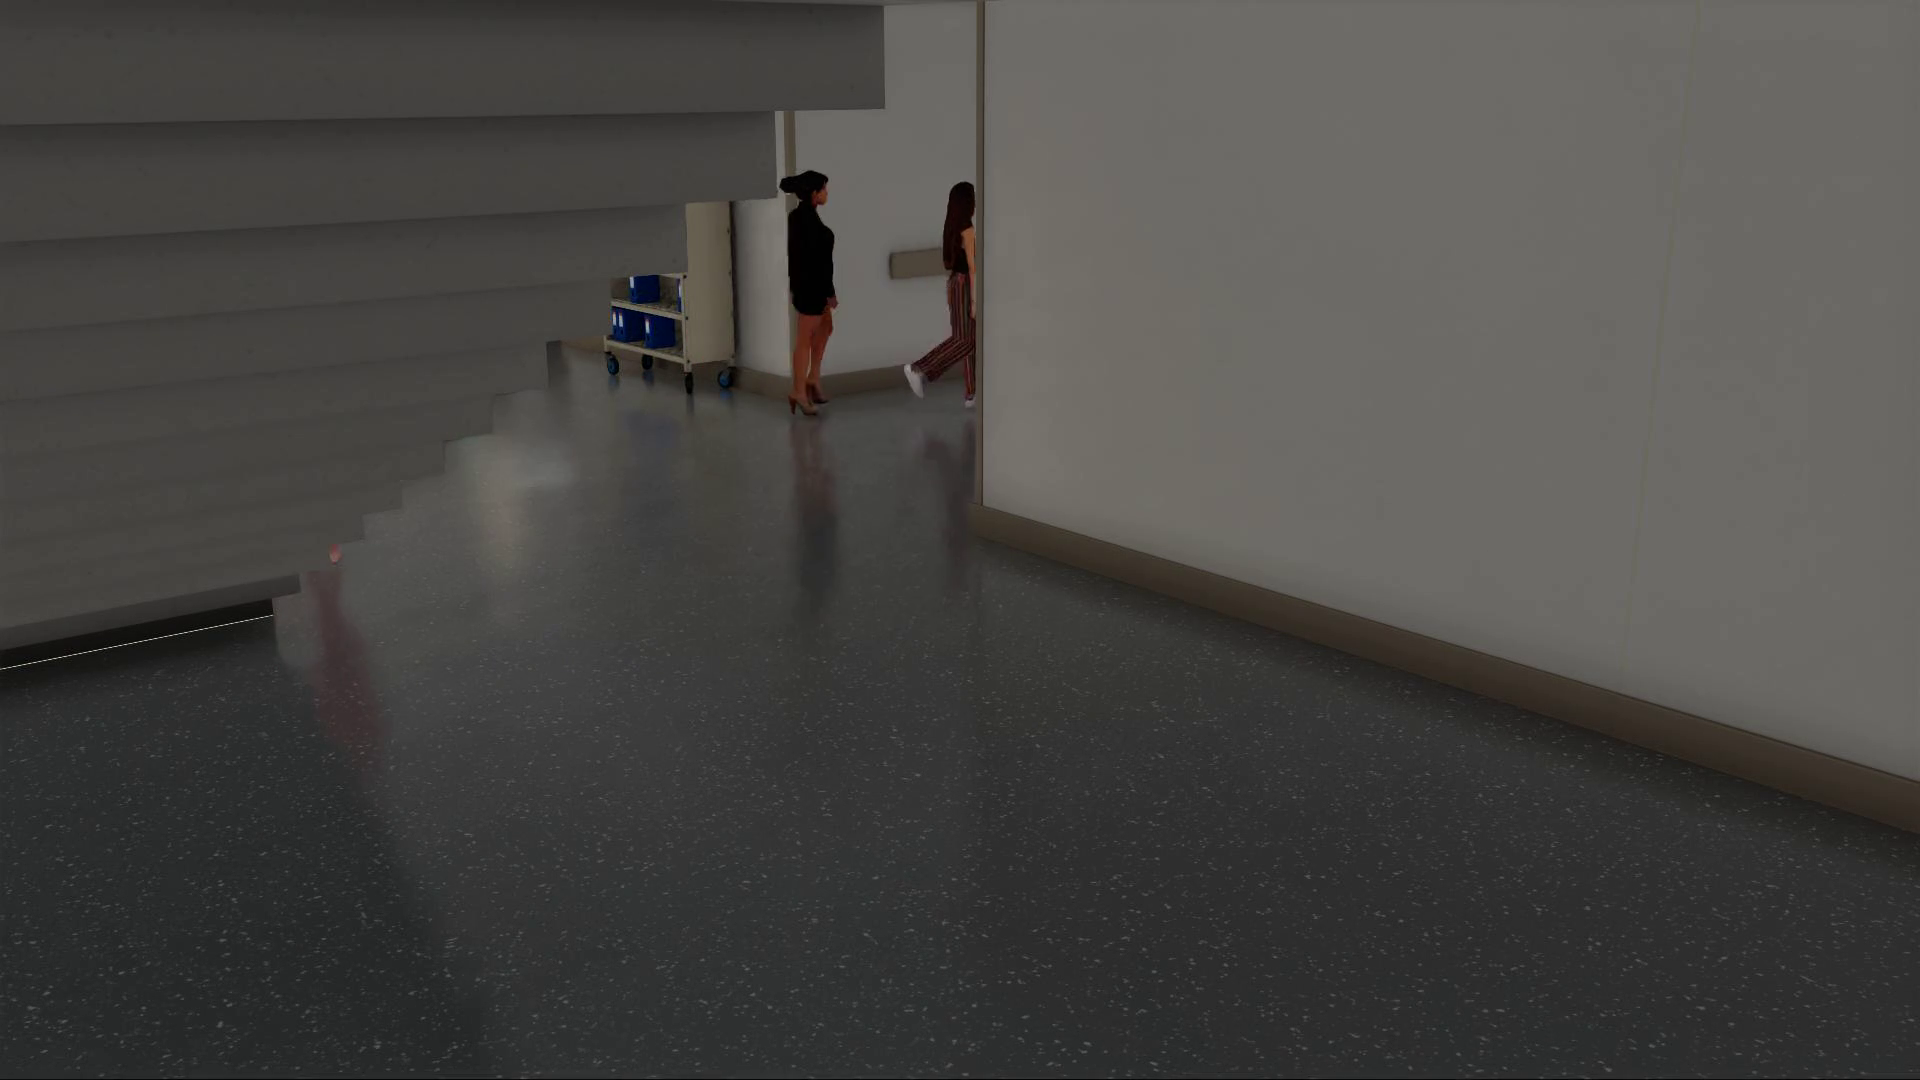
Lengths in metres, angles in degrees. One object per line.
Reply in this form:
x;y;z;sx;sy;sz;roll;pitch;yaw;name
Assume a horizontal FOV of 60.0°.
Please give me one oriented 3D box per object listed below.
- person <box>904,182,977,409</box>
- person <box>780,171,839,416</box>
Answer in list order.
-0.052;-1.666;11.444;0.891;1.539;0.944;-3;16;-11;person
-1.083;-1.644;11.199;0.731;1.629;0.641;-5;17;-18;person
